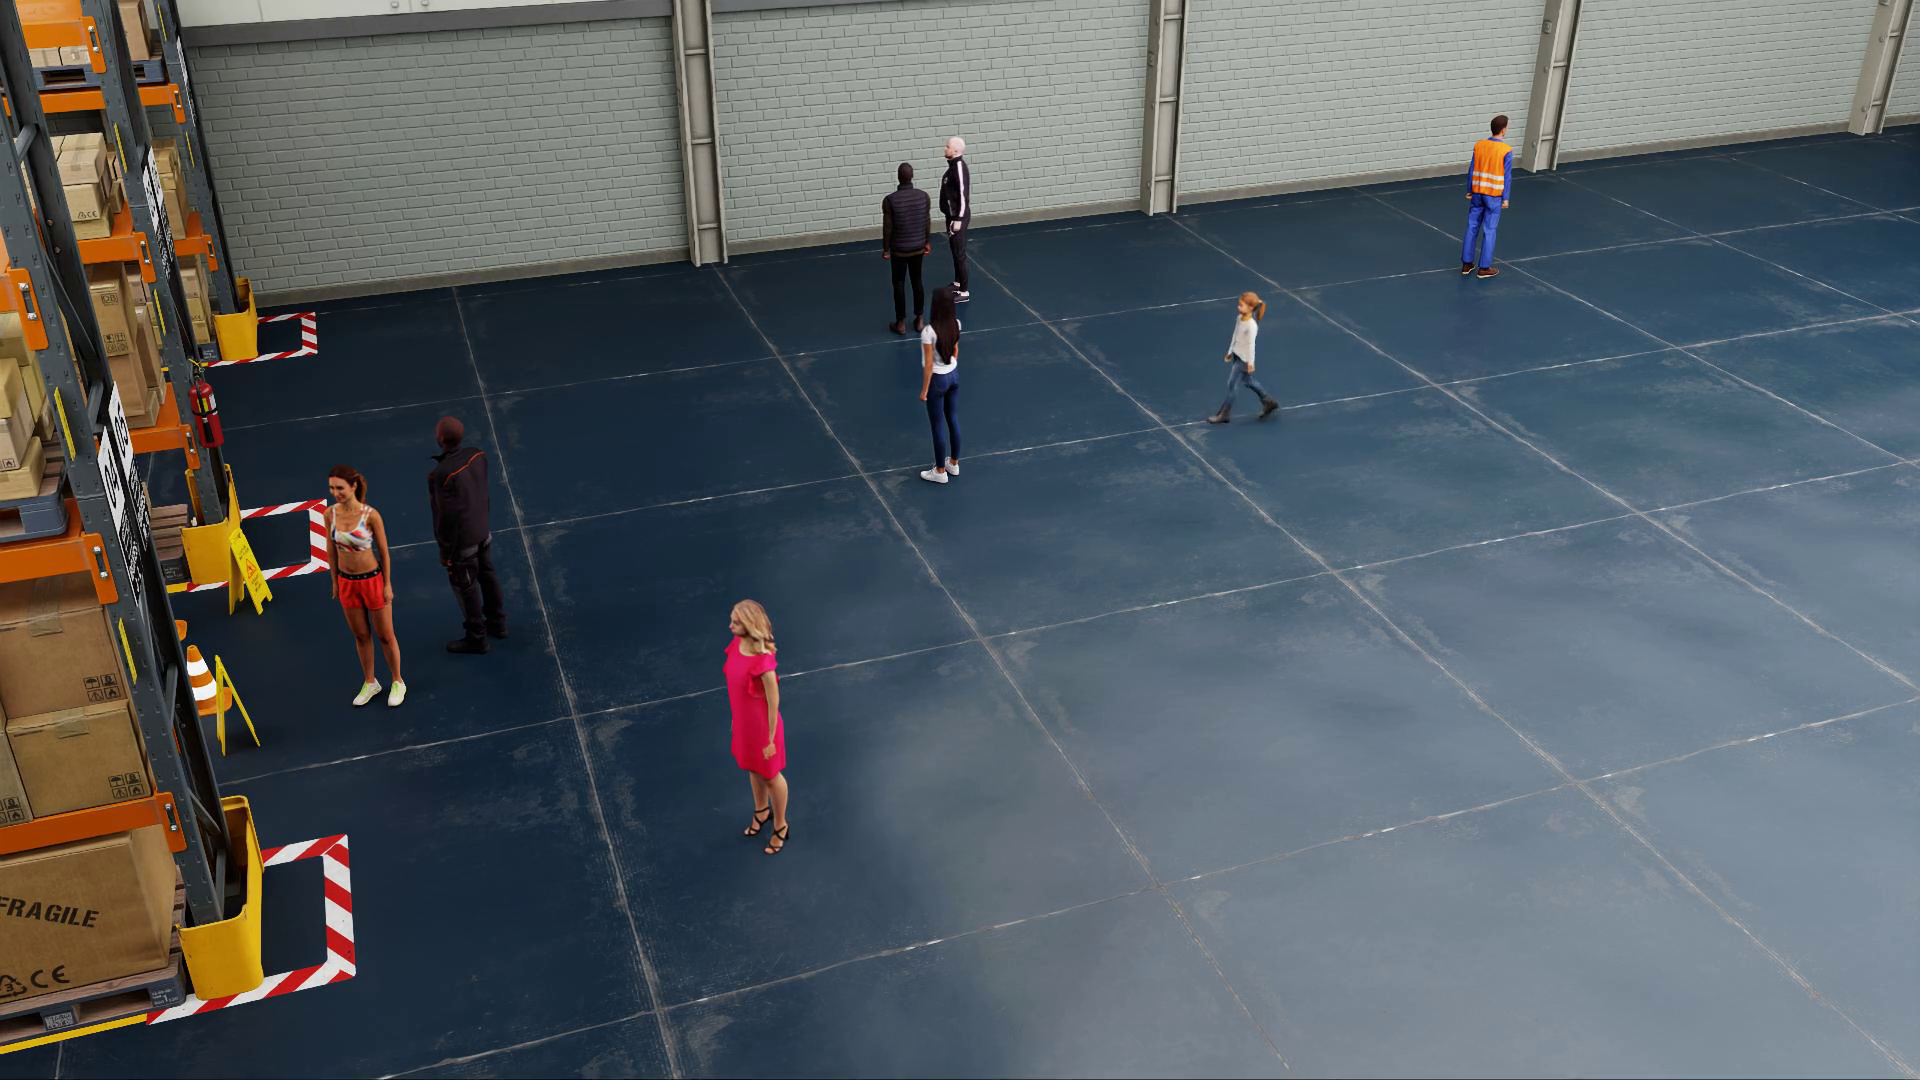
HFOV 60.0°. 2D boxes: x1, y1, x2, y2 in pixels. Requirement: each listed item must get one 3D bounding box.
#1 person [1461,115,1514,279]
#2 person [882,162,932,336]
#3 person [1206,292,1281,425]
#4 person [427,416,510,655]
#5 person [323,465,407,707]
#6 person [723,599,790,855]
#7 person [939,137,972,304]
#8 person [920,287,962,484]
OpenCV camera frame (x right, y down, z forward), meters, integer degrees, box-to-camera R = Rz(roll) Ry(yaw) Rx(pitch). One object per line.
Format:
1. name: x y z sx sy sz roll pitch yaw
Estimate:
1. person: 6.116 -3.994 19.278 0.752 1.862 0.777 -24 36 -38
2. person: -0.564 -3.094 17.615 0.503 1.836 0.759 -11 30 -20
3. person: 2.718 -1.694 15.567 0.962 1.291 0.598 -3 28 -6
4. person: -3.532 -0.048 11.908 0.843 1.825 0.799 10 30 19
5. person: -4.044 0.302 11.287 0.622 1.792 0.719 2 28 4
6. person: -1.193 1.092 9.871 0.625 1.728 0.629 -20 34 -33
7. person: -0.025 -3.577 18.522 0.649 1.837 0.714 -4 28 -7
8. person: -0.146 -1.351 14.408 0.727 1.775 0.617 22 35 35
